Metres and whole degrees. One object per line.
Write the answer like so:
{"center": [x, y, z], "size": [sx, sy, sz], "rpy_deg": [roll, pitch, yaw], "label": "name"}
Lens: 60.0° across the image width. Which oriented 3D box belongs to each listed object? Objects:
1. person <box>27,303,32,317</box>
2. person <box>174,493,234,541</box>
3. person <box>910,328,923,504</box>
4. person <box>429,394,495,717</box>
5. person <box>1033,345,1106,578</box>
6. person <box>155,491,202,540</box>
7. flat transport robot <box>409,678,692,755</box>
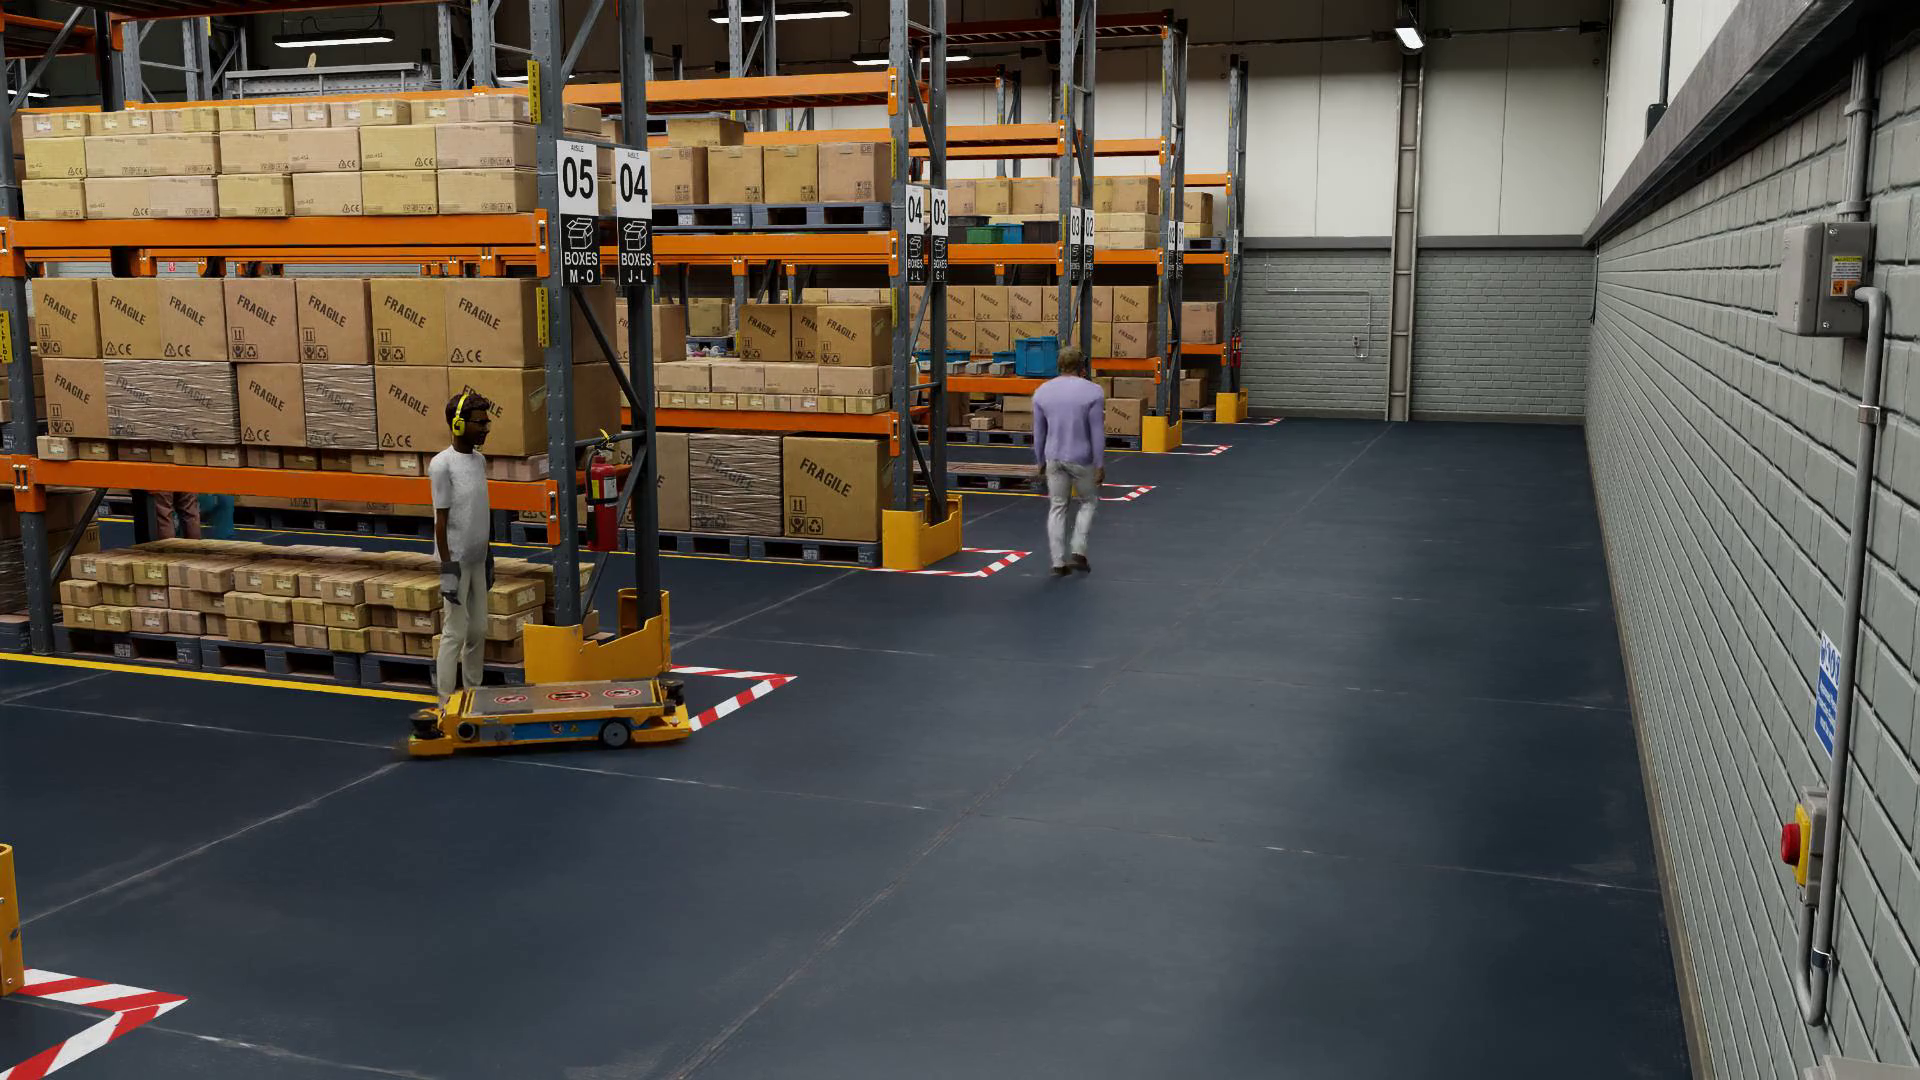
{"center": [-20.873, -4.425, 37.219], "size": [0.363, 1.957, 0.761], "rpy_deg": [-2, 9, -14], "label": "person"}
{"center": [-6.534, -0.694, 14.330], "size": [0.666, 1.819, 0.560], "rpy_deg": [0, 9, -3], "label": "person"}
{"center": [-0.598, -1.363, 18.147], "size": [0.357, 1.938, 0.638], "rpy_deg": [2, 9, 12], "label": "person"}
{"center": [-2.685, 0.135, 9.057], "size": [0.326, 1.860, 0.515], "rpy_deg": [2, 9, 14], "label": "person"}
{"center": [0.906, -0.649, 13.746], "size": [0.654, 1.916, 0.520], "rpy_deg": [4, 10, 24], "label": "person"}
{"center": [-6.497, -0.614, 13.564], "size": [0.406, 1.910, 0.639], "rpy_deg": [4, 10, 22], "label": "person"}
{"center": [-2.194, 0.937, 8.971], "size": [1.431, 0.197, 0.652], "rpy_deg": [-2, 9, -13], "label": "flat transport robot"}
